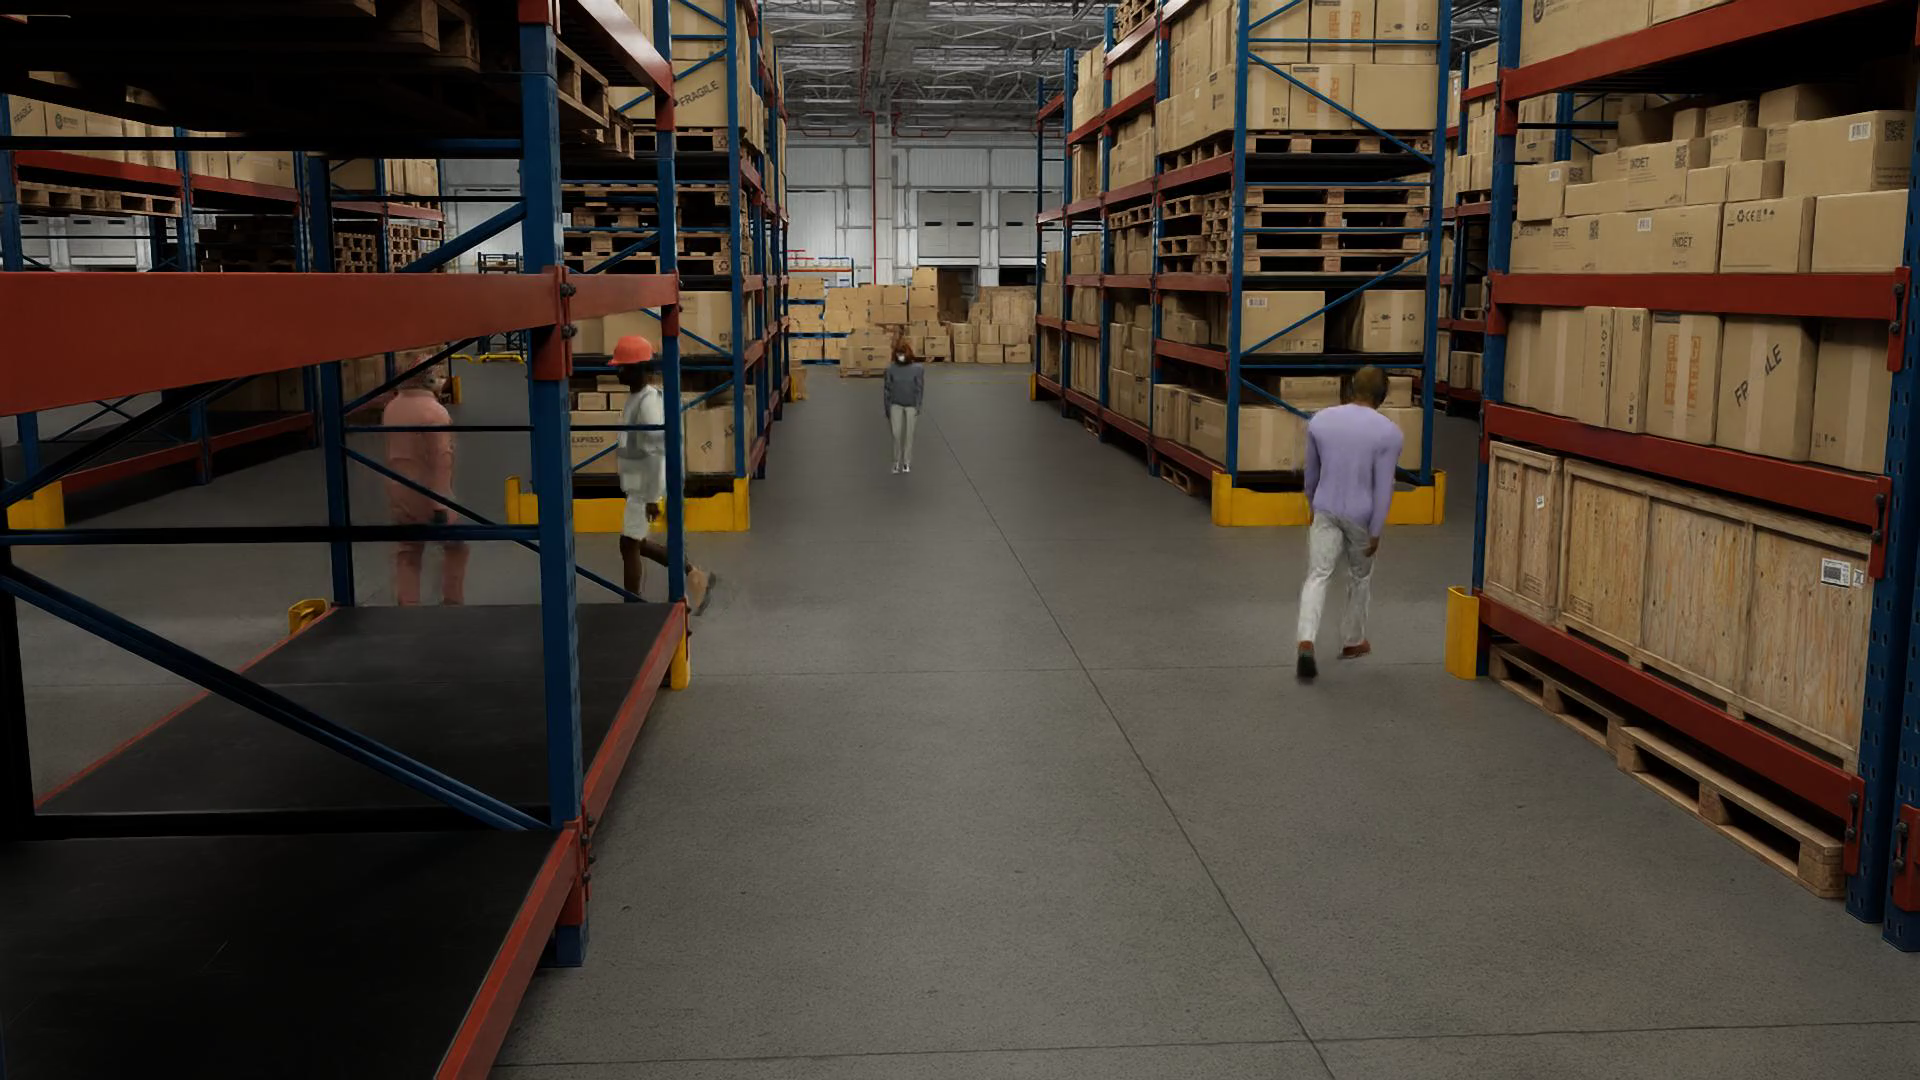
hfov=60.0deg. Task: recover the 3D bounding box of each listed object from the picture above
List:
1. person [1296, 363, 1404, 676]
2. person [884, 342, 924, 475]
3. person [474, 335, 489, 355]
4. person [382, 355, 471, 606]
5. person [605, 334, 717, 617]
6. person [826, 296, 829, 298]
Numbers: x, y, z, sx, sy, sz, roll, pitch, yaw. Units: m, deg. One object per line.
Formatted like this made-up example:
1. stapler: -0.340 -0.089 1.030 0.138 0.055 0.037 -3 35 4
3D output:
1. person: 2.336 -0.128 10.059 0.647 1.889 1.004 5 10 29
2. person: -0.680 -1.582 20.058 0.492 1.595 0.736 0 9 1
3. person: -14.394 -6.476 50.035 0.508 1.846 0.345 2 9 12
4. person: -3.519 -0.296 11.128 0.635 1.877 0.674 6 11 31
5. person: -2.076 -0.375 11.187 0.821 2.021 0.619 -4 10 -22
6. person: -5.136 -9.237 67.141 0.574 1.912 0.620 0 9 -1
